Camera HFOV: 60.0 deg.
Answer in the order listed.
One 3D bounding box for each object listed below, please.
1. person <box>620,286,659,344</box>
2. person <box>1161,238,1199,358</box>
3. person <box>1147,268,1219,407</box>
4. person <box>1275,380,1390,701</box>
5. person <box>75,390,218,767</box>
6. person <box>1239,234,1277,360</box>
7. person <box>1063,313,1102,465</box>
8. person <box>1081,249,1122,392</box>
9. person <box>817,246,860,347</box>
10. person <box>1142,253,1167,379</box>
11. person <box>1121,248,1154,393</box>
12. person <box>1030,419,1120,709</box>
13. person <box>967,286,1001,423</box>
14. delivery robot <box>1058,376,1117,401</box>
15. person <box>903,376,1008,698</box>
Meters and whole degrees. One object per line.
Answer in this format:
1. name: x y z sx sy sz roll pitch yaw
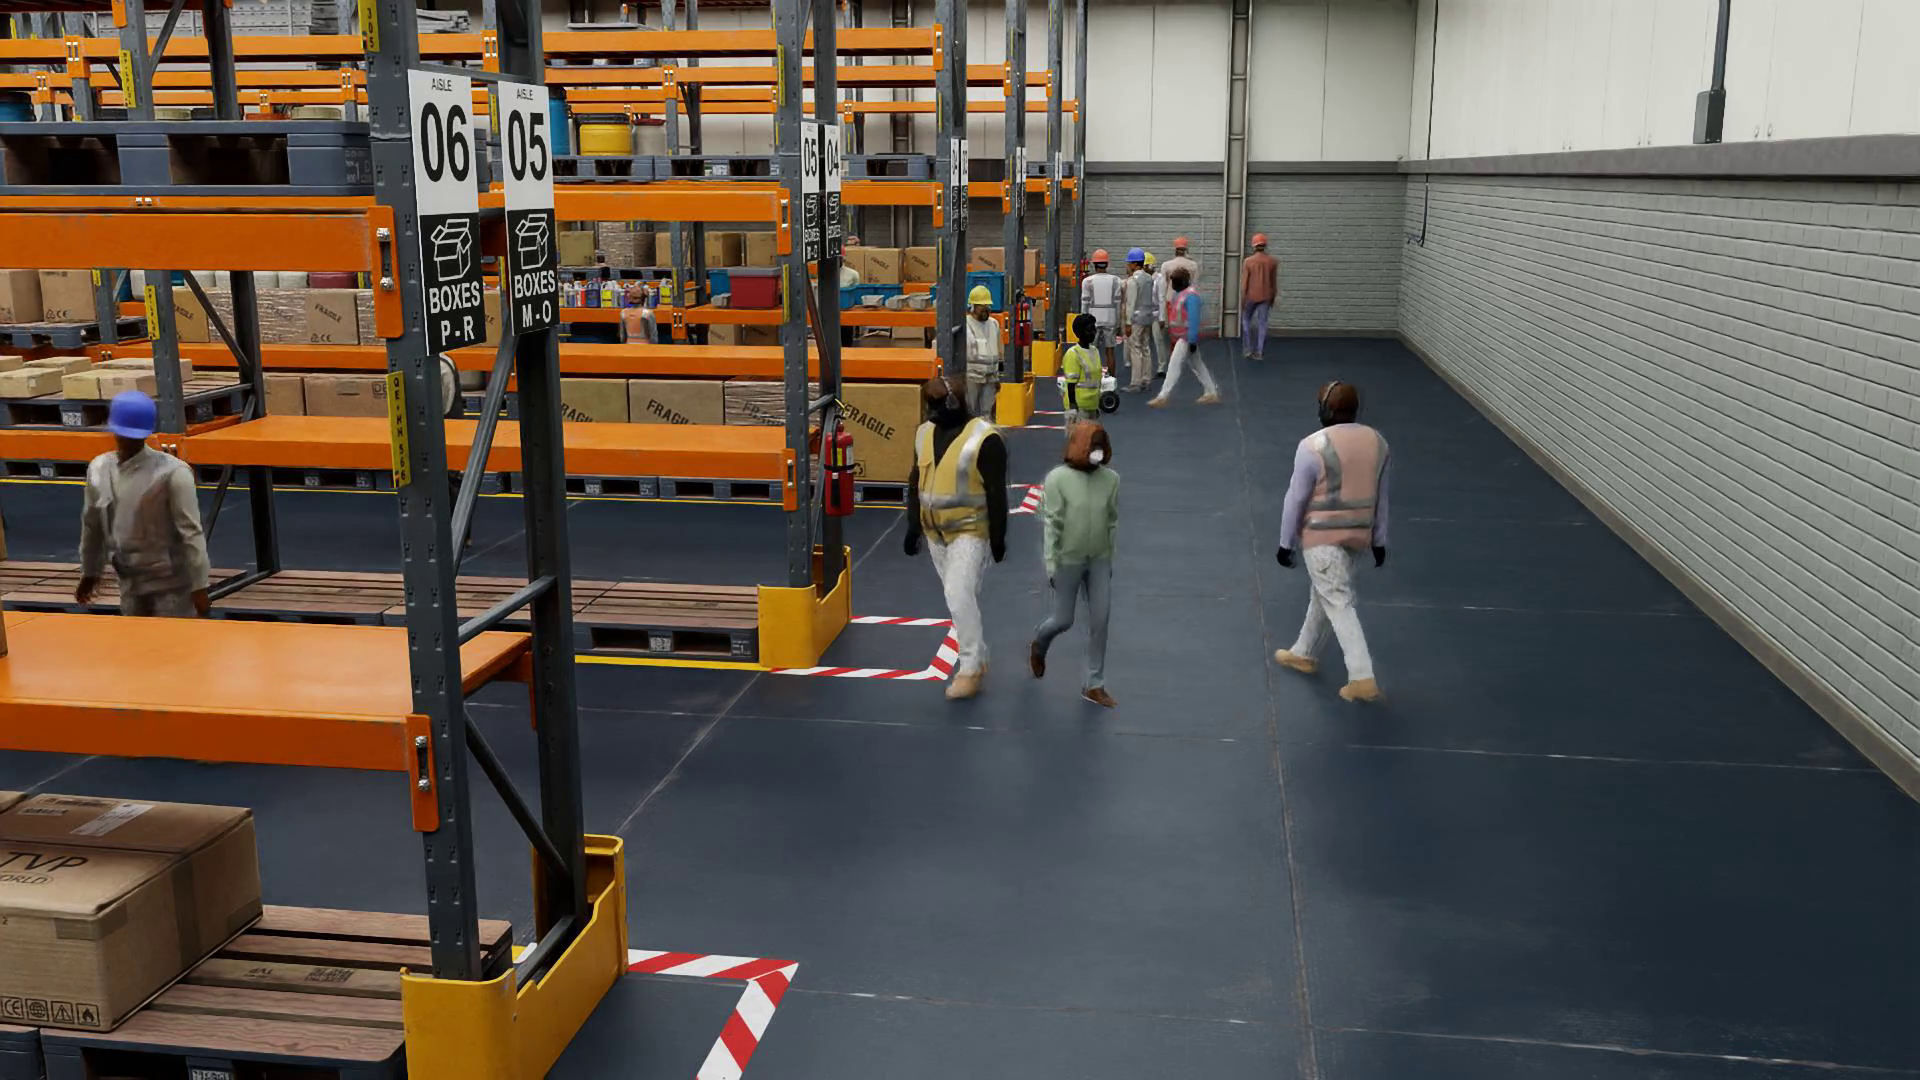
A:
1. person: -3.757 -2.163 19.556 0.511 1.638 0.307 6 14 24
2. person: 3.415 -3.755 26.077 0.624 1.947 1.025 -3 13 -12
3. person: 2.882 -2.568 21.101 0.985 1.781 0.648 -2 13 -8
4. person: 2.153 -0.014 9.515 0.639 1.796 0.990 -7 14 -30
5. person: -4.053 0.202 8.254 0.778 1.926 0.431 5 13 22
6. person: 4.725 -3.877 26.511 0.649 1.969 0.720 -2 13 -10
7. person: 1.119 -1.210 15.117 0.316 1.696 0.541 7 14 29
8. person: 1.888 -2.930 22.366 0.549 1.928 0.388 -1 13 -3
9. person: -1.678 -3.081 22.893 0.623 1.987 0.394 1 13 6
10. person: 2.735 -3.214 23.926 0.448 1.810 0.598 -9 15 -35
11. person: 2.397 -2.958 22.457 0.410 1.939 0.606 8 15 33
12. person: 0.654 0.105 9.353 0.501 1.612 0.619 -6 14 -25
13. person: 0.189 -1.640 16.749 0.601 1.830 0.403 -11 16 -40
14. delivery robot: 1.578 -1.920 20.708 0.707 0.478 0.477 -2 13 -8
15. person: -0.085 -0.025 9.520 0.629 1.805 0.702 12 17 42
